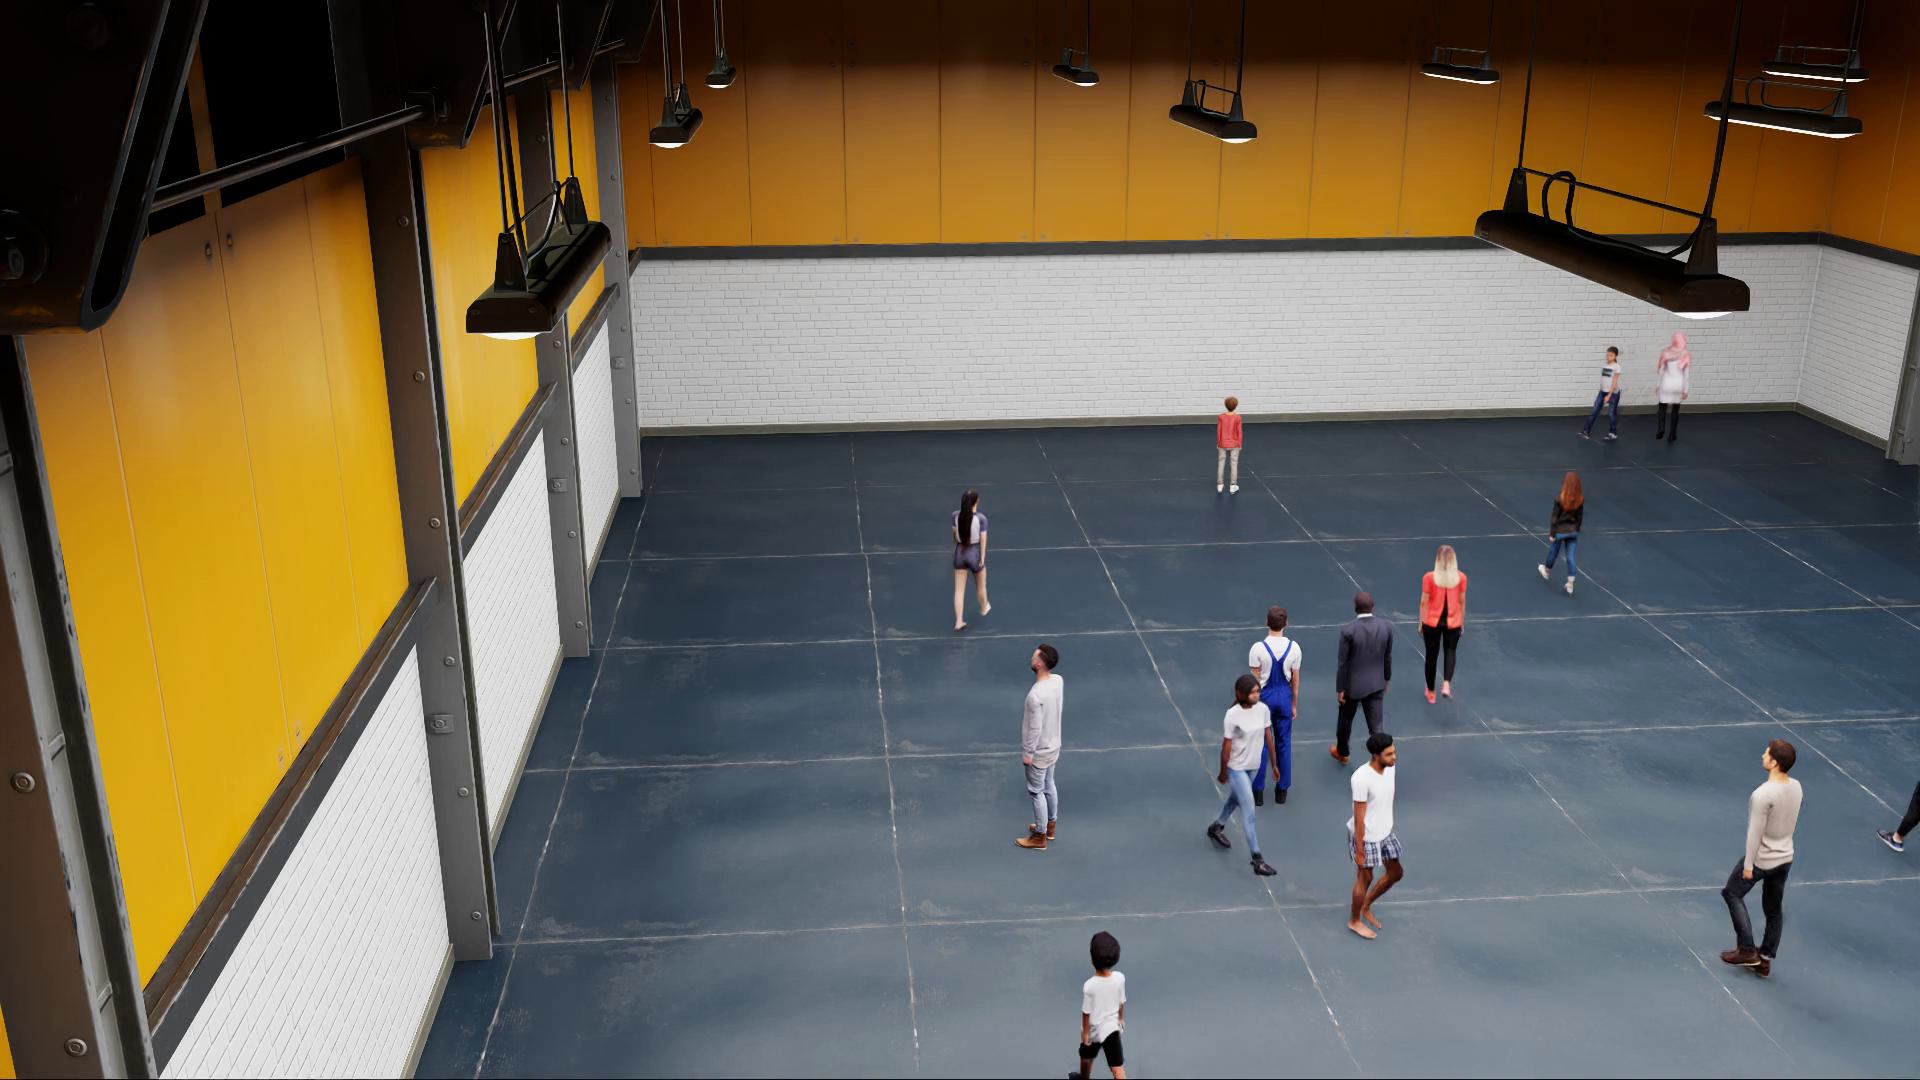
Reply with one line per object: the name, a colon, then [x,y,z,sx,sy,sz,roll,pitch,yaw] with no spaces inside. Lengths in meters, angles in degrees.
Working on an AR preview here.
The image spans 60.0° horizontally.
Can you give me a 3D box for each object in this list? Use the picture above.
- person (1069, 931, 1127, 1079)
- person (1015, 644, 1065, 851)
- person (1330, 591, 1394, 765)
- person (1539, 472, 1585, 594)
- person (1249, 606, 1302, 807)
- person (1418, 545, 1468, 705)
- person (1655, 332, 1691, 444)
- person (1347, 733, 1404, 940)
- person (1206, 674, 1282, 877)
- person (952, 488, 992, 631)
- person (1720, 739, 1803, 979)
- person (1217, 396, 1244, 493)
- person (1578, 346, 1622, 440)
person: [0.960,3.163,10.769,0.699,1.244,0.937,-9,21,-26]
person: [0.696,1.733,14.079,0.828,1.841,0.715,10,21,27]
person: [3.717,1.381,15.189,0.759,1.800,1.199,-2,19,-6]
person: [7.336,-0.065,20.049,0.597,1.438,0.962,-1,19,-2]
person: [2.781,1.469,14.849,0.619,1.850,0.545,-1,19,-4]
person: [4.889,0.888,16.828,0.686,1.688,0.747,3,19,8]
person: [11.277,-2.391,26.407,0.886,1.788,0.984,10,21,27]
person: [3.100,2.235,12.787,0.779,1.714,0.816,-17,25,-40]
person: [2.311,1.892,13.867,0.973,1.675,1.210,-13,22,-33]
person: [0.071,0.250,18.838,0.847,1.615,1.053,6,20,17]
person: [5.972,2.372,12.158,0.722,1.855,0.703,-8,20,-22]
person: [3.886,-1.393,24.027,0.589,1.416,0.601,6,20,17]
person: [10.458,-2.338,26.669,0.905,1.521,1.023,-11,22,-30]
